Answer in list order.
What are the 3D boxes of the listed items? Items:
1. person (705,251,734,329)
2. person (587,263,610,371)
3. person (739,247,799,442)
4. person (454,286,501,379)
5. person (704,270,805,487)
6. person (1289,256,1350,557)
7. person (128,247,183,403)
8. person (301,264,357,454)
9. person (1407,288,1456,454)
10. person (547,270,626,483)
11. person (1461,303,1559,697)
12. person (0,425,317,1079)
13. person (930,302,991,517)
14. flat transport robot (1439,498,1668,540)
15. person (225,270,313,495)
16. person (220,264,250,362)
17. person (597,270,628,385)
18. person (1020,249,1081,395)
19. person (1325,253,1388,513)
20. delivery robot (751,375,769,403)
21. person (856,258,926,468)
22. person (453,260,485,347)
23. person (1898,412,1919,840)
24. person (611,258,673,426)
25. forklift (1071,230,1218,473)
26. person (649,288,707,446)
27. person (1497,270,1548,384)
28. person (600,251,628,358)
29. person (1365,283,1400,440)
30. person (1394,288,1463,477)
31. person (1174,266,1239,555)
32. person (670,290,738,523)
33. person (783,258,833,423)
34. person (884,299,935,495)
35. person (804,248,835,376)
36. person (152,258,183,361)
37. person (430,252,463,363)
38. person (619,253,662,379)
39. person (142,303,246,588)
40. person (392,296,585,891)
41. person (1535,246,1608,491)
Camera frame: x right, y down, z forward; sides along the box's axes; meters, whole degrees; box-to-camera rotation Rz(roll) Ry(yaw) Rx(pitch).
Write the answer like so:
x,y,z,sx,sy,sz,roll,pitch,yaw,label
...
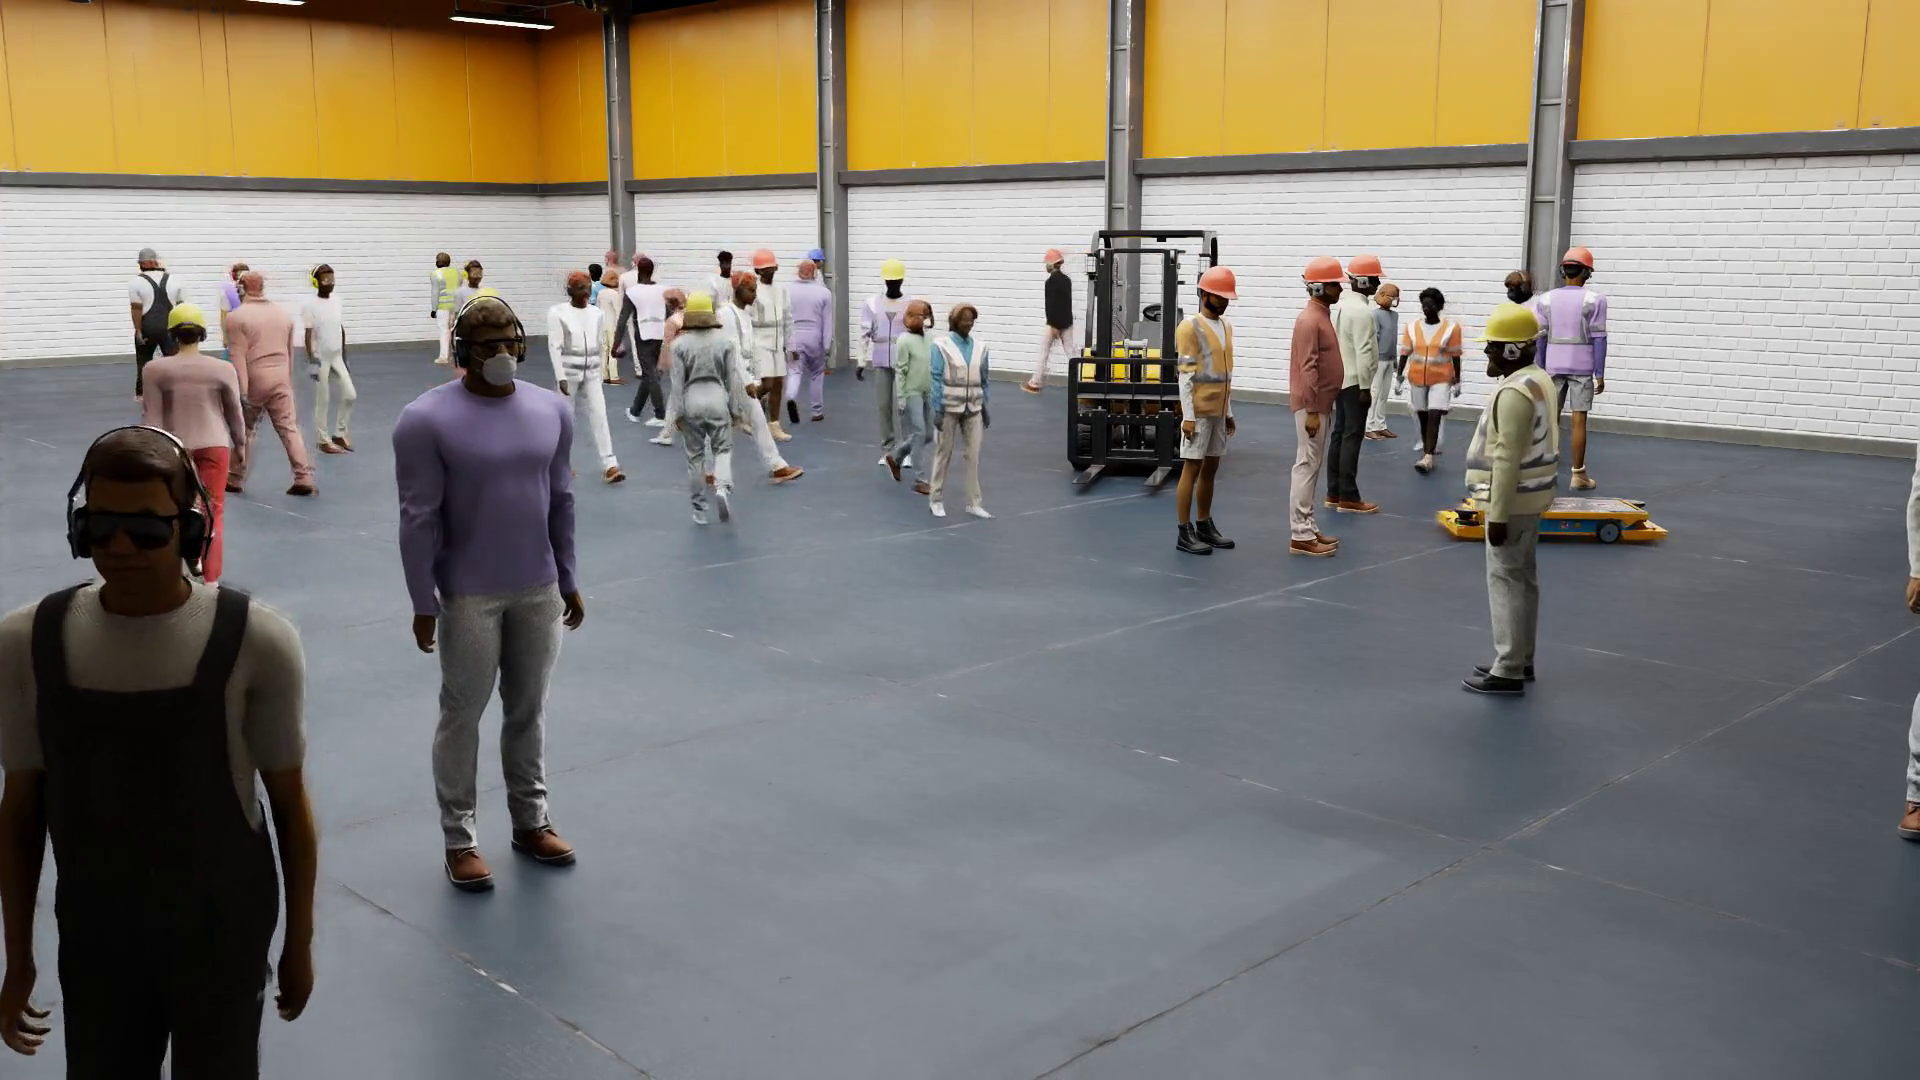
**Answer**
x,y,z,sx,sy,sz,roll,pitch,yaw,label
-3.290,-3.118,23.503,0.598,1.898,1.047,-4,11,-19,person
-5.639,-3.453,25.910,0.318,1.697,0.534,3,11,17,person
-2.007,-2.003,17.139,0.522,2.014,0.638,8,13,39,person
-3.873,-1.199,13.513,0.515,1.729,0.823,-7,13,-34,person
-1.811,-1.344,14.026,0.912,1.834,0.585,3,11,15,person
2.395,-0.899,11.170,0.376,1.995,0.608,3,11,18,person
-10.157,-2.743,21.100,0.977,2.000,0.685,9,14,40,person
-6.119,-1.744,16.162,0.533,1.849,0.564,6,12,29,person
4.574,-1.628,16.146,0.354,1.622,0.535,-10,14,-43,person
-3.271,-1.401,14.367,0.584,1.841,0.958,-8,13,-38,person
2.562,-0.186,7.765,0.403,1.823,0.596,6,12,28,person
-1.410,0.688,2.994,0.524,1.826,0.744,-1,10,-7,person
0.002,-0.981,12.630,0.517,1.650,0.322,-6,12,-28,person
4.209,-0.161,11.853,1.431,0.197,0.652,1,10,5,flat transport robot
-5.750,-1.284,13.682,1.015,1.847,0.651,6,12,31,person
-9.277,-2.677,21.493,0.953,1.773,0.601,8,13,38,person
-4.991,-3.029,23.771,0.504,1.632,0.270,10,14,44,person
1.306,-2.904,22.259,1.014,1.947,0.614,8,13,38,person
3.068,-1.210,12.866,0.396,1.992,0.619,-1,10,-4,person
-2.621,-1.829,19.916,0.707,0.478,0.477,9,13,40,delivery robot
-0.627,-1.636,15.394,0.607,1.918,0.443,2,11,12,person
-5.744,-2.380,19.656,0.634,1.854,0.518,10,14,43,person
3.627,0.119,5.772,0.628,1.940,0.378,5,11,25,person
-3.599,-2.235,18.794,0.735,1.859,0.964,-10,15,-44,person
1.804,-1.825,15.677,1.214,2.155,2.313,2,11,13,forklift
-2.840,-1.693,16.531,0.792,1.598,0.543,2,11,13,person
5.256,-1.585,15.411,0.582,1.815,0.652,-5,11,-23,person
-6.049,-4.115,29.104,0.648,1.860,0.997,-8,13,-38,person
4.444,-1.869,17.448,0.289,1.633,0.498,9,14,42,person
4.131,-1.394,14.775,0.554,1.652,0.843,7,13,34,person
1.685,-0.872,11.211,0.373,1.928,0.543,9,14,41,person
-1.870,-0.958,12.196,0.496,1.729,0.526,-2,11,-13,person
-1.768,-2.255,18.893,0.650,1.883,0.812,1,10,7,person
-0.400,-1.190,13.791,0.552,1.614,0.513,7,13,34,person
-2.180,-3.413,25.035,0.593,1.932,0.659,-4,11,-20,person
-10.982,-2.959,22.888,0.586,1.824,0.404,-8,13,-39,person
-8.606,-3.878,27.826,0.429,1.846,0.633,6,12,31,person
-4.807,-3.357,24.973,0.660,1.852,1.000,-3,11,-16,person
-4.594,-0.555,10.010,0.548,1.716,0.911,-4,11,-23,person
-1.534,0.167,5.509,0.633,1.938,0.356,-10,14,-43,person
5.129,-1.433,13.967,0.606,2.039,0.381,9,14,41,person
